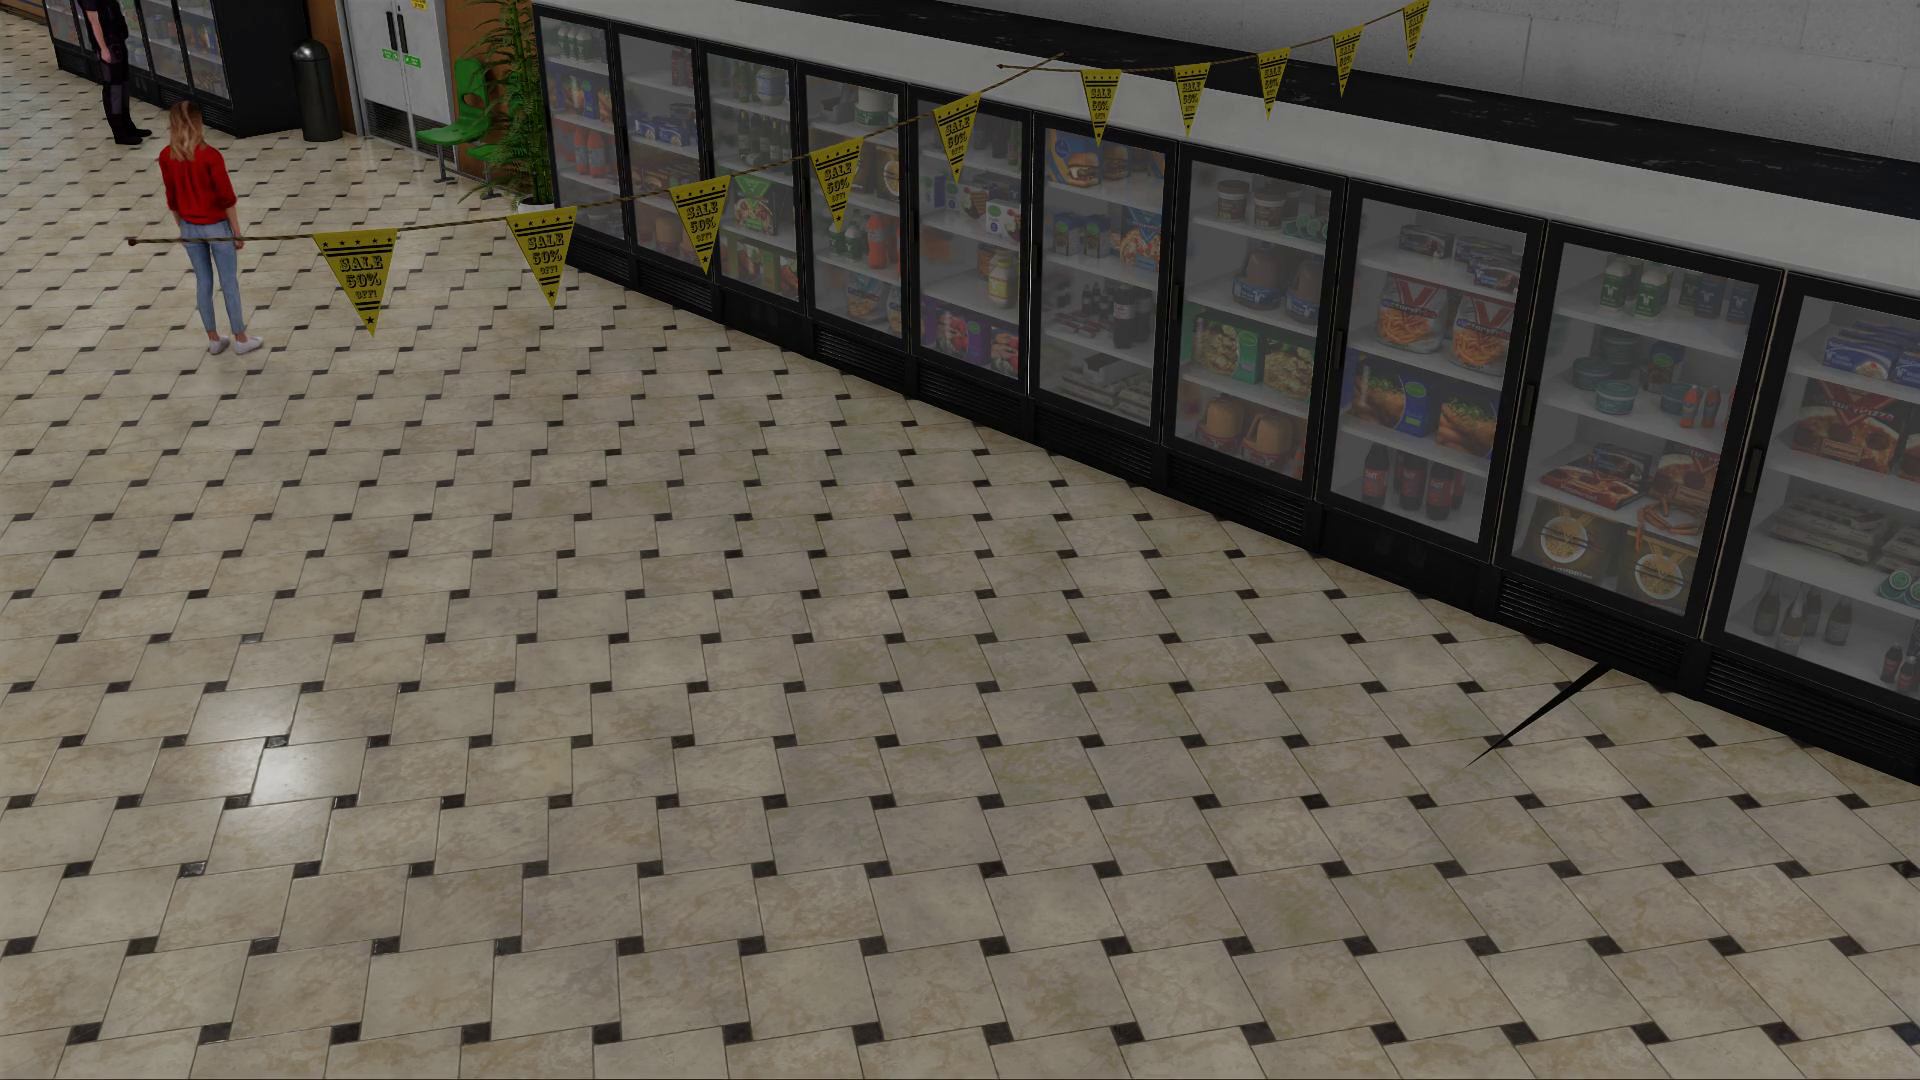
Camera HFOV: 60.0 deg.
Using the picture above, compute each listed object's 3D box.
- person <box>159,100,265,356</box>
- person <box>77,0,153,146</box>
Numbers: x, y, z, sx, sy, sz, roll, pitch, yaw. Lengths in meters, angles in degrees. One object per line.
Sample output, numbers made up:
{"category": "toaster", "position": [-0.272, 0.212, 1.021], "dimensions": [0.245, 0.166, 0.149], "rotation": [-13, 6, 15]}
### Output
{"category": "person", "position": [-5.055, -2.081, 11.156], "dimensions": [0.686, 1.703, 0.719], "rotation": [3, 27, 5]}
{"category": "person", "position": [-8.488, -4.914, 16.585], "dimensions": [0.824, 1.846, 0.810], "rotation": [-4, 27, -8]}
